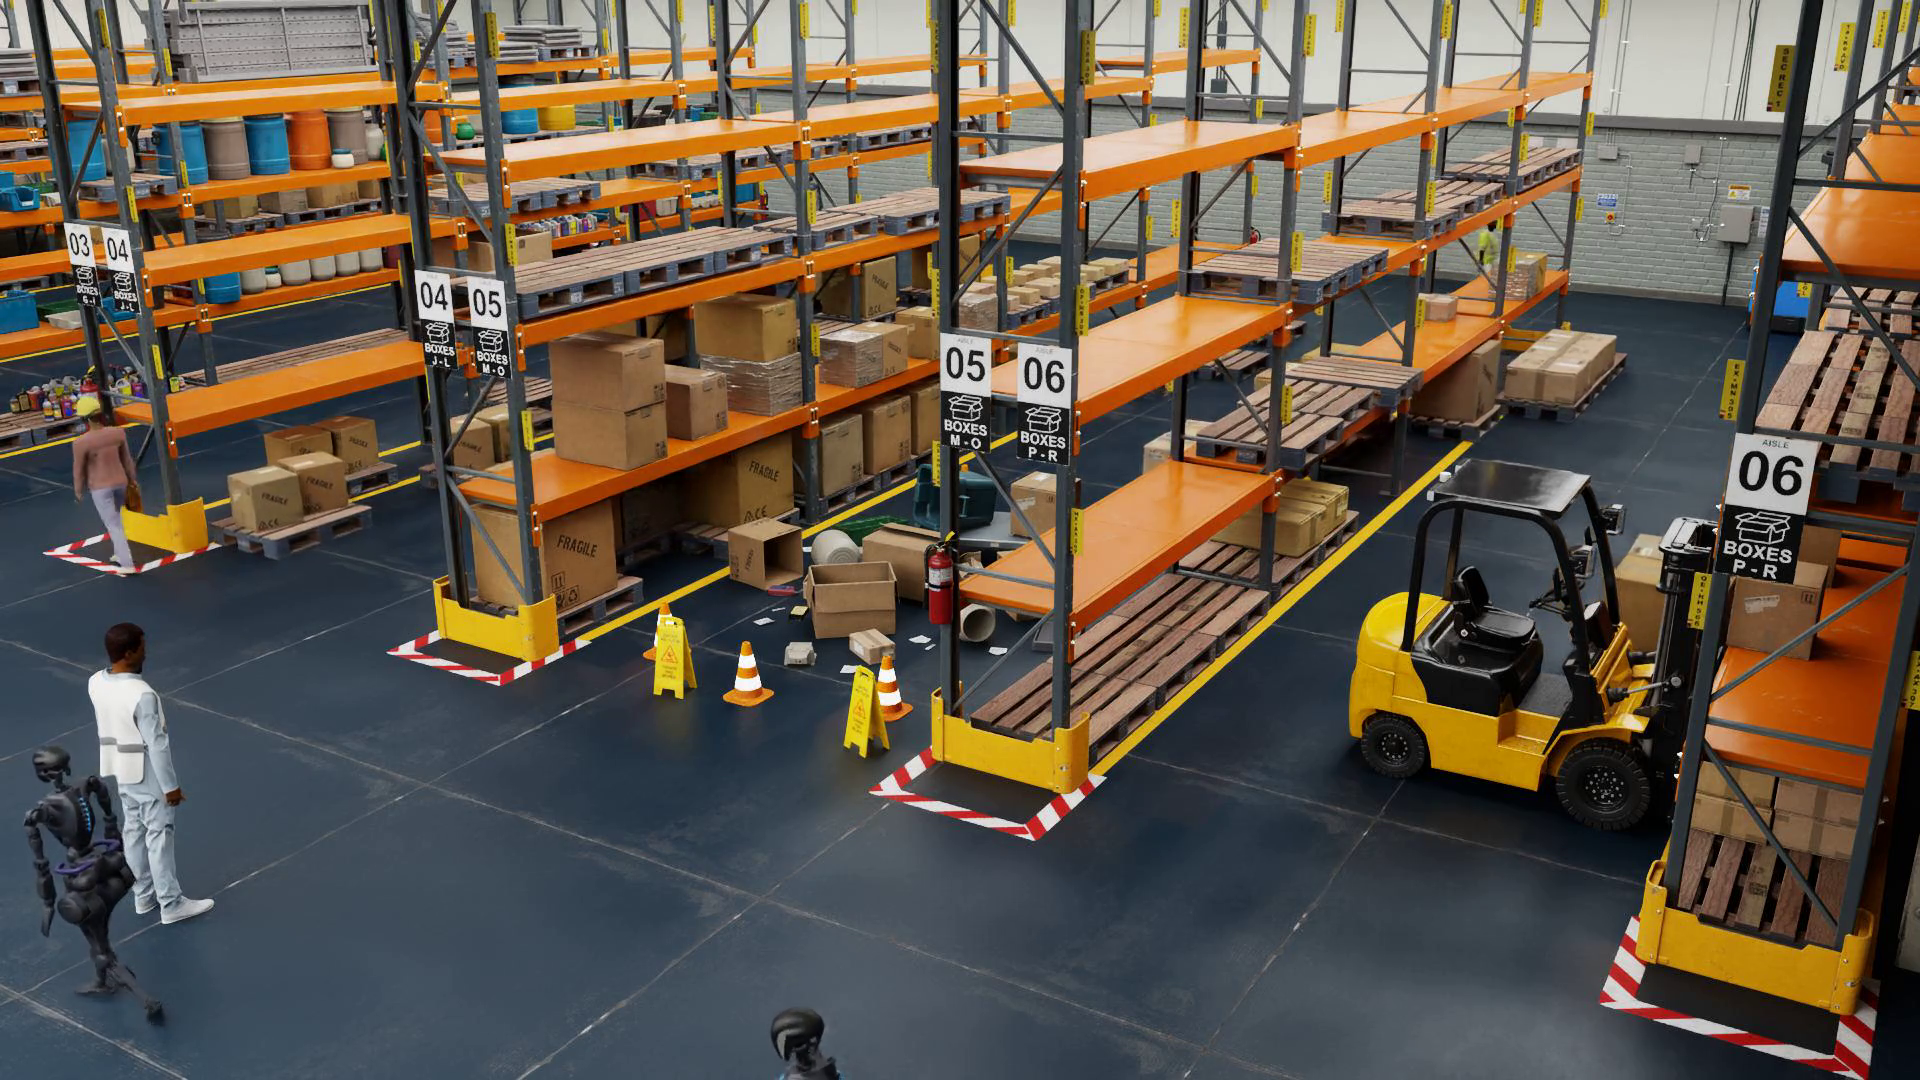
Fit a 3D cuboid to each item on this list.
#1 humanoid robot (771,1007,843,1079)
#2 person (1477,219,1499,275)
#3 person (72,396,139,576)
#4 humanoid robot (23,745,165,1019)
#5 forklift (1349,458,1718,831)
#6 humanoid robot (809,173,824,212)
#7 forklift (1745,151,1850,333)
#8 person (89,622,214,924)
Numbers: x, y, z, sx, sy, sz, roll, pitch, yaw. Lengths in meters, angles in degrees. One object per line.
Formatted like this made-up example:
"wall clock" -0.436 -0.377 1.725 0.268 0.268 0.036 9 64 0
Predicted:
"humanoid robot" -0.569 2.634 6.844 0.384 1.644 0.603 -2 19 -4
"person" 8.846 -4.630 27.821 0.380 1.684 0.547 15 24 37
"person" -8.190 -0.523 15.857 0.695 1.737 0.555 11 22 28
"humanoid robot" -4.741 1.878 9.141 0.744 1.640 0.588 6 20 16
"forklift" 3.988 0.658 11.776 2.313 2.155 1.214 11 22 29
"humanoid robot" -3.011 -6.637 33.647 0.596 1.654 0.357 -14 23 -34
"forklift" 13.620 -4.667 26.137 1.873 2.768 1.129 11 22 29
"person" -4.935 1.408 10.029 0.590 1.915 0.393 12 22 30
